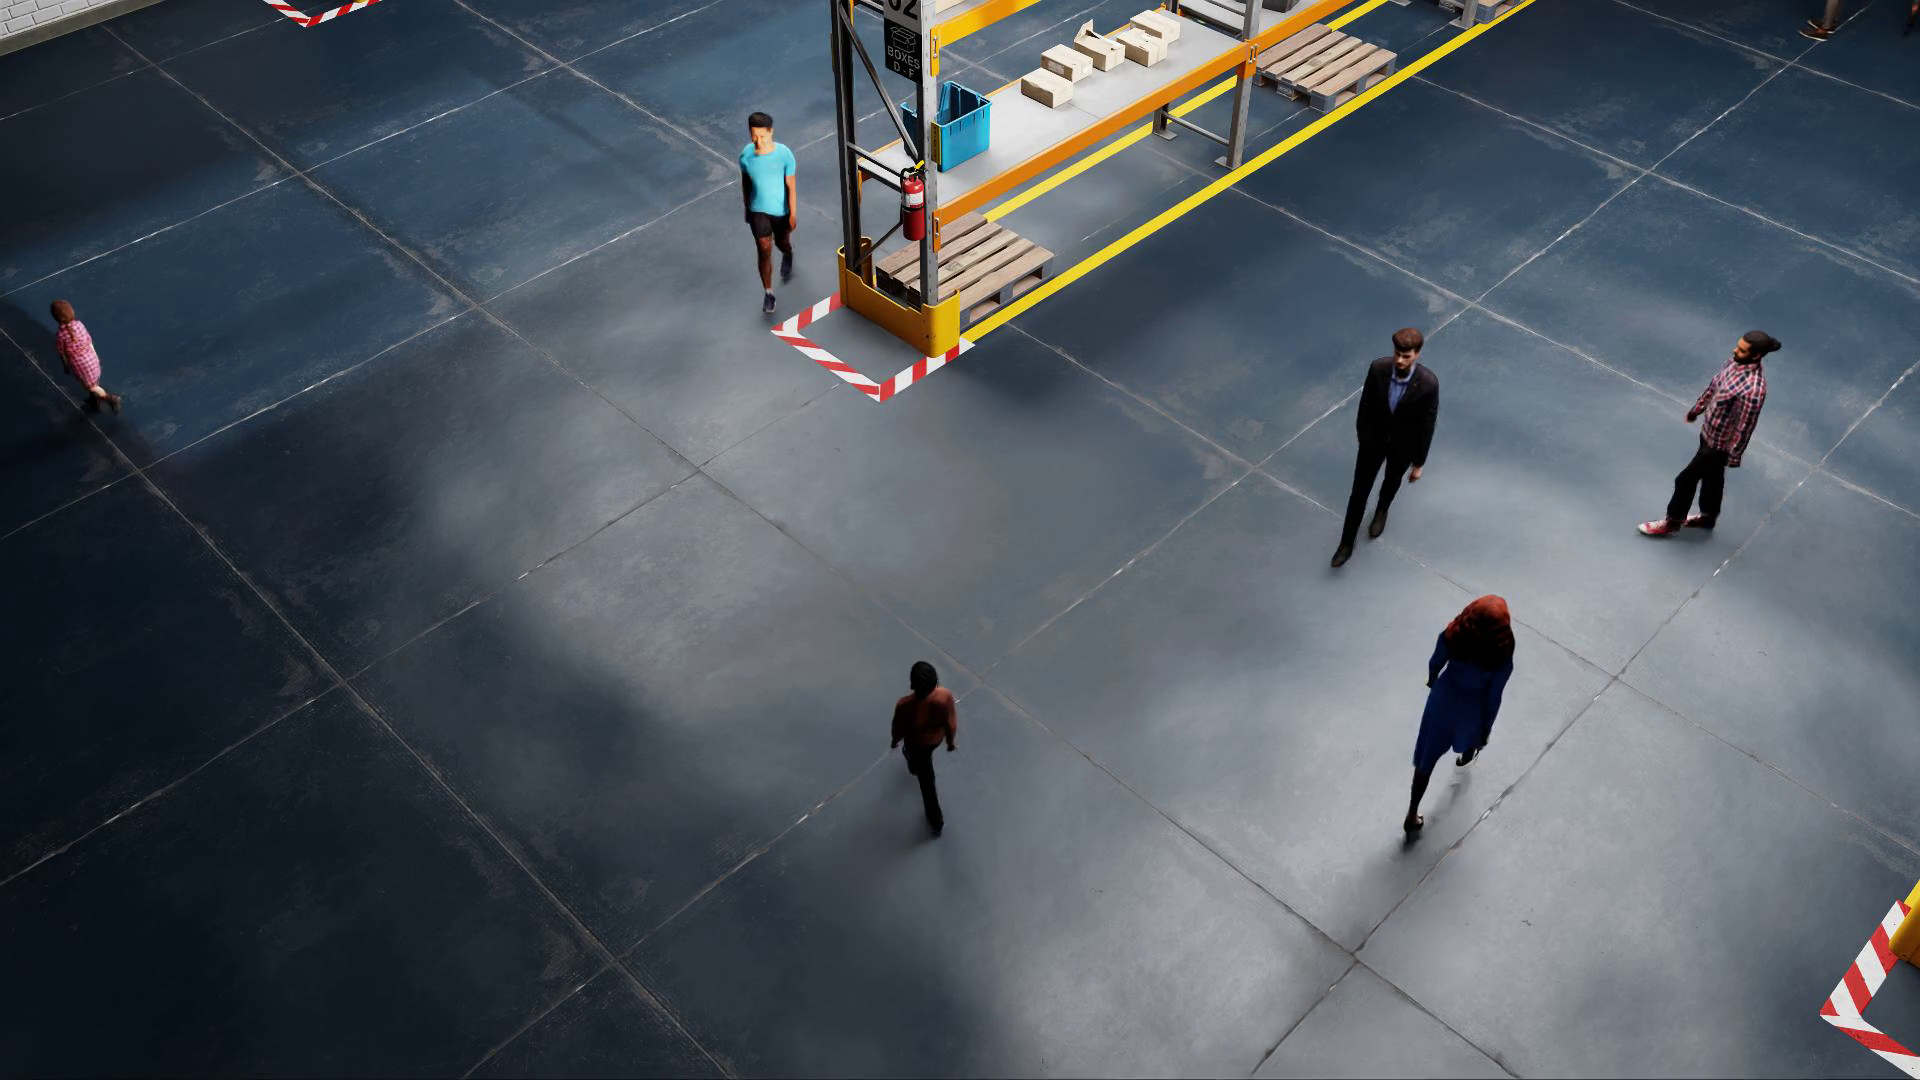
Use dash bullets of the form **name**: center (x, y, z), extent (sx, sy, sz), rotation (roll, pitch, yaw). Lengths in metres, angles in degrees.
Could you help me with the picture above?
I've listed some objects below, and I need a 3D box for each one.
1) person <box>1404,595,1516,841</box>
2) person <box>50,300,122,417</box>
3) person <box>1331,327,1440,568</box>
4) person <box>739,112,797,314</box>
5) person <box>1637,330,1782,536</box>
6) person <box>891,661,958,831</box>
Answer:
- **person**: center (2.809, 1.070, 9.602), extent (0.735, 1.782, 1.148), rotation (28, 50, 26)
- **person**: center (-6.715, -1.375, 12.729), extent (0.628, 1.010, 0.672), rotation (17, 46, 17)
- **person**: center (2.996, -0.736, 11.447), extent (0.927, 1.852, 1.191), rotation (18, 47, 18)
- **person**: center (-1.525, -2.753, 13.639), extent (1.015, 1.750, 1.093), rotation (3, 44, 4)
- **person**: center (5.355, -0.723, 11.510), extent (0.951, 1.747, 0.901), rotation (10, 44, 10)
- **person**: center (-0.194, 1.228, 9.846), extent (0.897, 1.218, 0.793), rotation (-17, 46, -17)
